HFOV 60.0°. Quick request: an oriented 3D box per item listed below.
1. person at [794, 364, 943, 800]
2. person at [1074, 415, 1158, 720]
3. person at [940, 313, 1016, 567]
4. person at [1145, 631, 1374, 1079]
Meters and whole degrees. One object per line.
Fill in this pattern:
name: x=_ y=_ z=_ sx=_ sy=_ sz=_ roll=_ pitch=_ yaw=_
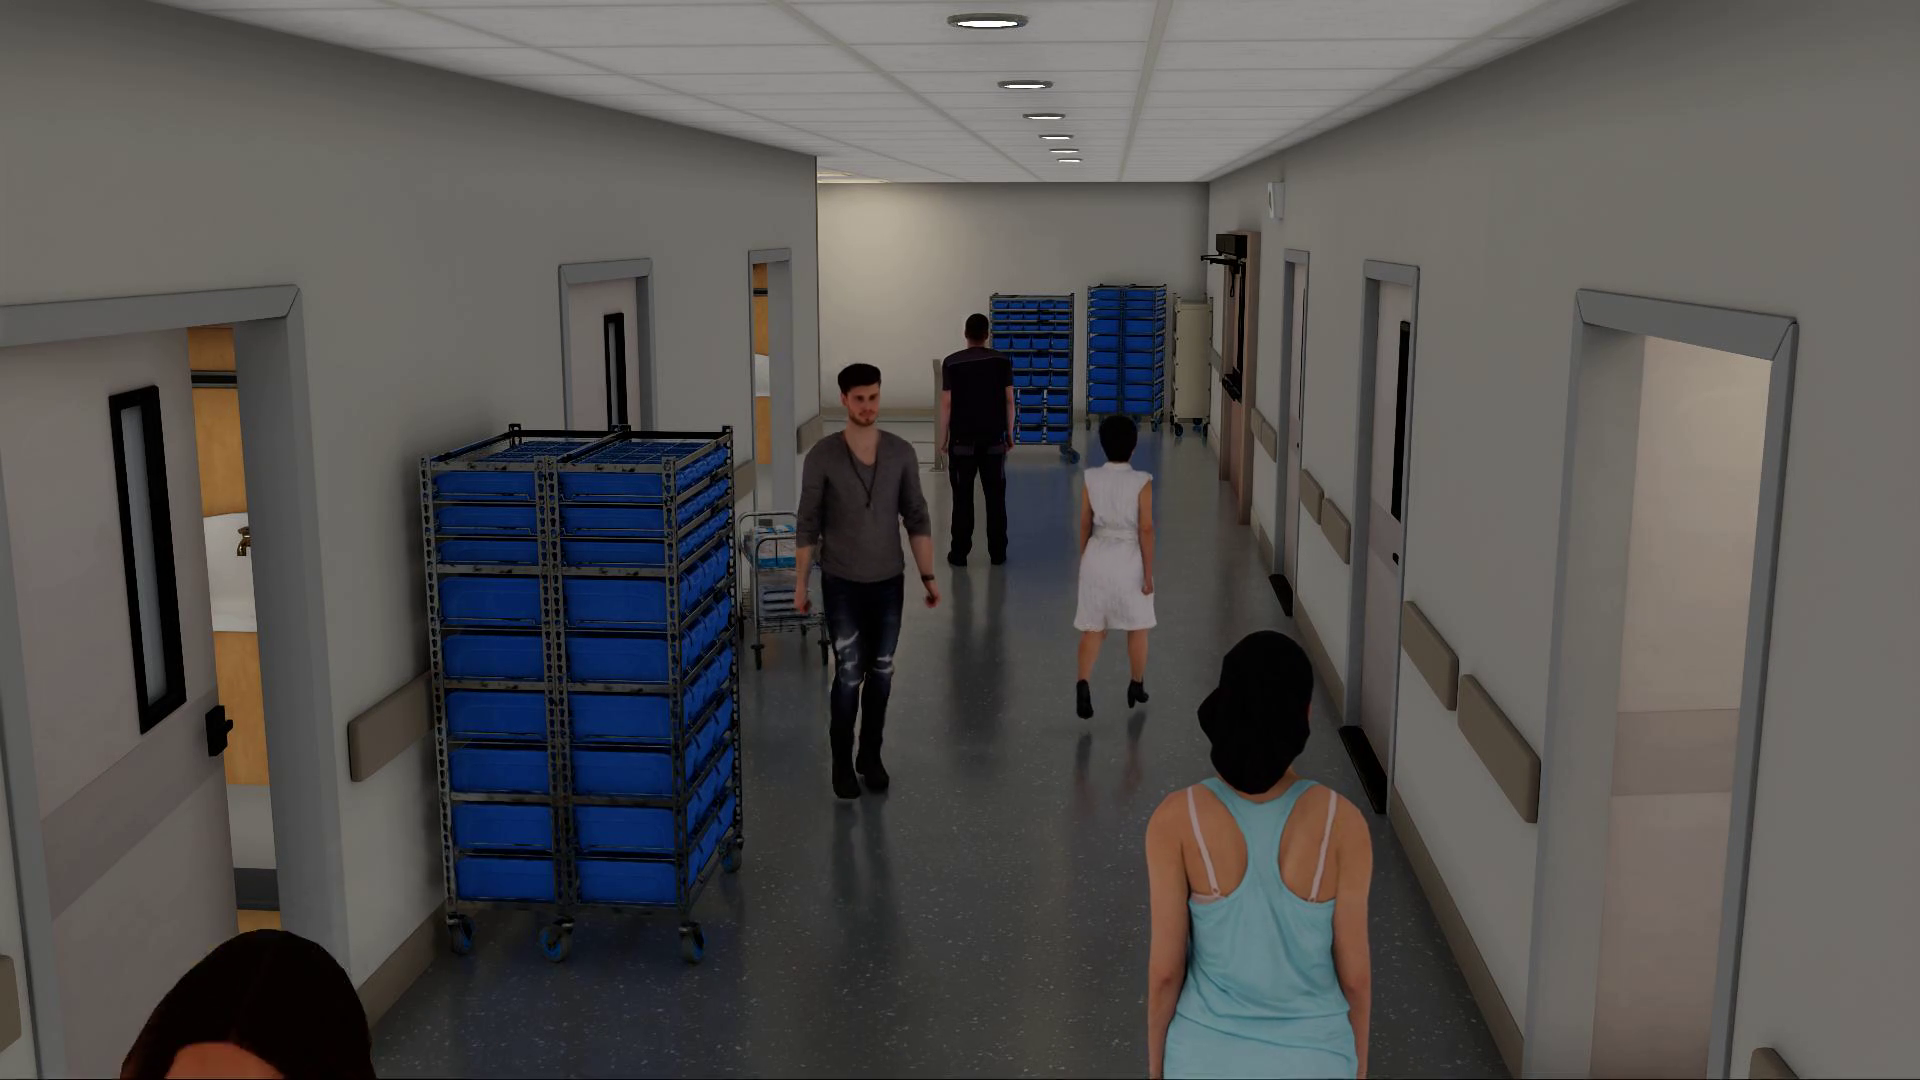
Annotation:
person: x=-0.451 y=0.162 z=7.331 sx=0.868 sy=1.885 sz=0.879 roll=-5 pitch=12 yaw=-23
person: x=0.752 y=0.167 z=8.263 sx=0.739 sy=1.528 sz=0.991 roll=4 pitch=12 yaw=21
person: x=0.130 y=-0.739 z=12.185 sx=0.759 sy=1.846 sz=0.670 roll=-1 pitch=11 yaw=-7
person: x=0.554 y=1.026 z=3.104 sx=0.610 sy=1.764 sz=0.603 roll=2 pitch=11 yaw=11
